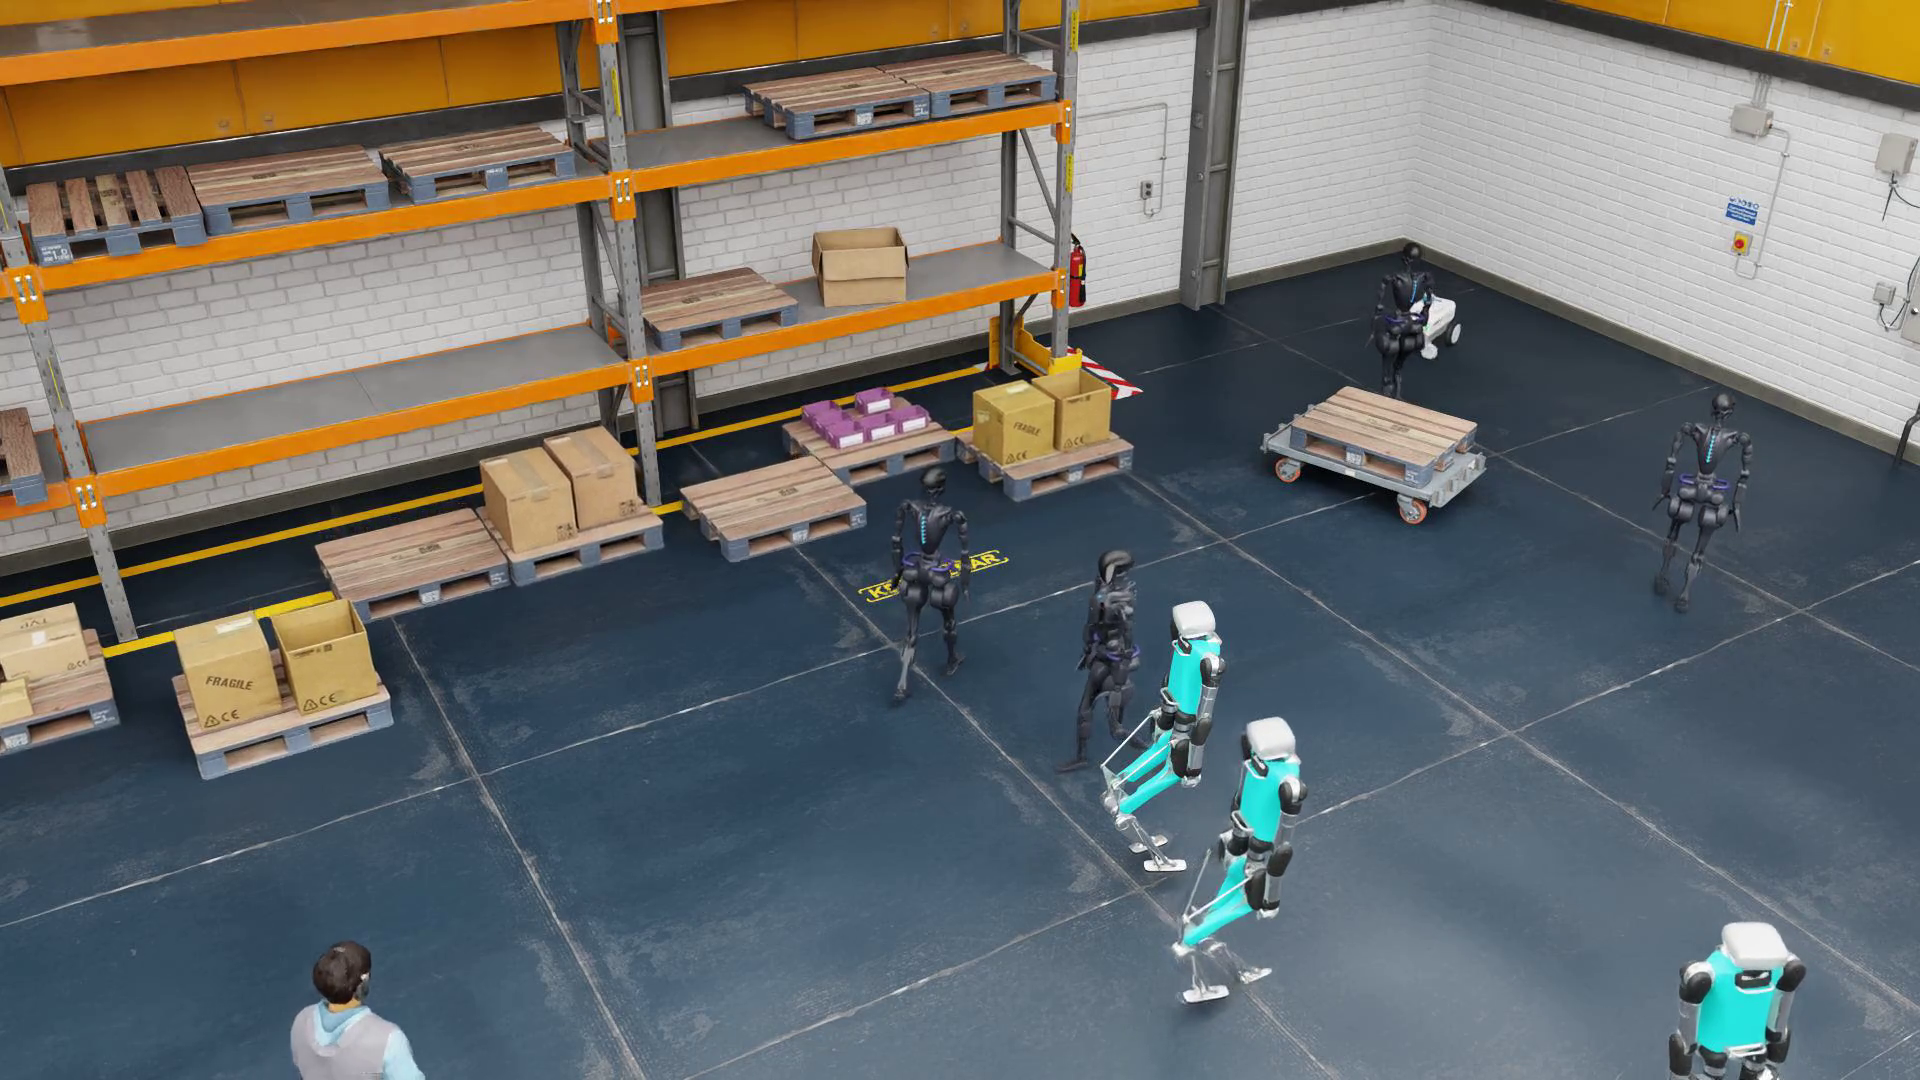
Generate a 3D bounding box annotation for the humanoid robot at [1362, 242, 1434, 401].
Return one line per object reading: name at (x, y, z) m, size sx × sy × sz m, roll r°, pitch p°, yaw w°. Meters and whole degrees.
humanoid robot at (3.904, -1.855, 14.833) m, size 0.589 × 1.647 × 0.428 m, roll -8°, pitch 30°, yaw -14°

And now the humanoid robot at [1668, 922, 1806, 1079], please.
humanoid robot at (3.330, 2.461, 7.118) m, size 0.541 × 1.727 × 1.020 m, roll -4°, pitch 30°, yaw -7°

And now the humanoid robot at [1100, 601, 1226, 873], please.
humanoid robot at (1.062, 1.138, 9.332) m, size 0.735 × 1.677 × 0.533 m, roll -8°, pitch 30°, yaw -14°

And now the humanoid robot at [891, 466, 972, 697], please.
humanoid robot at (-0.220, 0.285, 11.098) m, size 0.608 × 1.655 × 0.734 m, roll 11°, pitch 31°, yaw 19°

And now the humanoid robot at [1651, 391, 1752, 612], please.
humanoid robot at (5.385, -0.306, 12.095) m, size 0.616 × 1.632 × 0.549 m, roll 14°, pitch 32°, yaw 23°

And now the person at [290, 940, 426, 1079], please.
person at (-2.485, 2.462, 7.009) m, size 0.542 × 1.846 × 0.841 m, roll 11°, pitch 31°, yaw 19°

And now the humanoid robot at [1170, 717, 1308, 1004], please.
humanoid robot at (1.354, 1.714, 8.454) m, size 0.922 × 1.767 × 0.540 m, roll -8°, pitch 31°, yaw -14°

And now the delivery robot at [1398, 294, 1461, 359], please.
delivery robot at (4.646, -2.151, 16.511) m, size 0.524 × 0.613 × 0.785 m, roll 21°, pitch 36°, yaw 32°

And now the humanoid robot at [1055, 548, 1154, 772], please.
humanoid robot at (0.966, 0.760, 10.238) m, size 0.677 × 1.648 × 0.586 m, roll -10°, pitch 31°, yaw -18°
